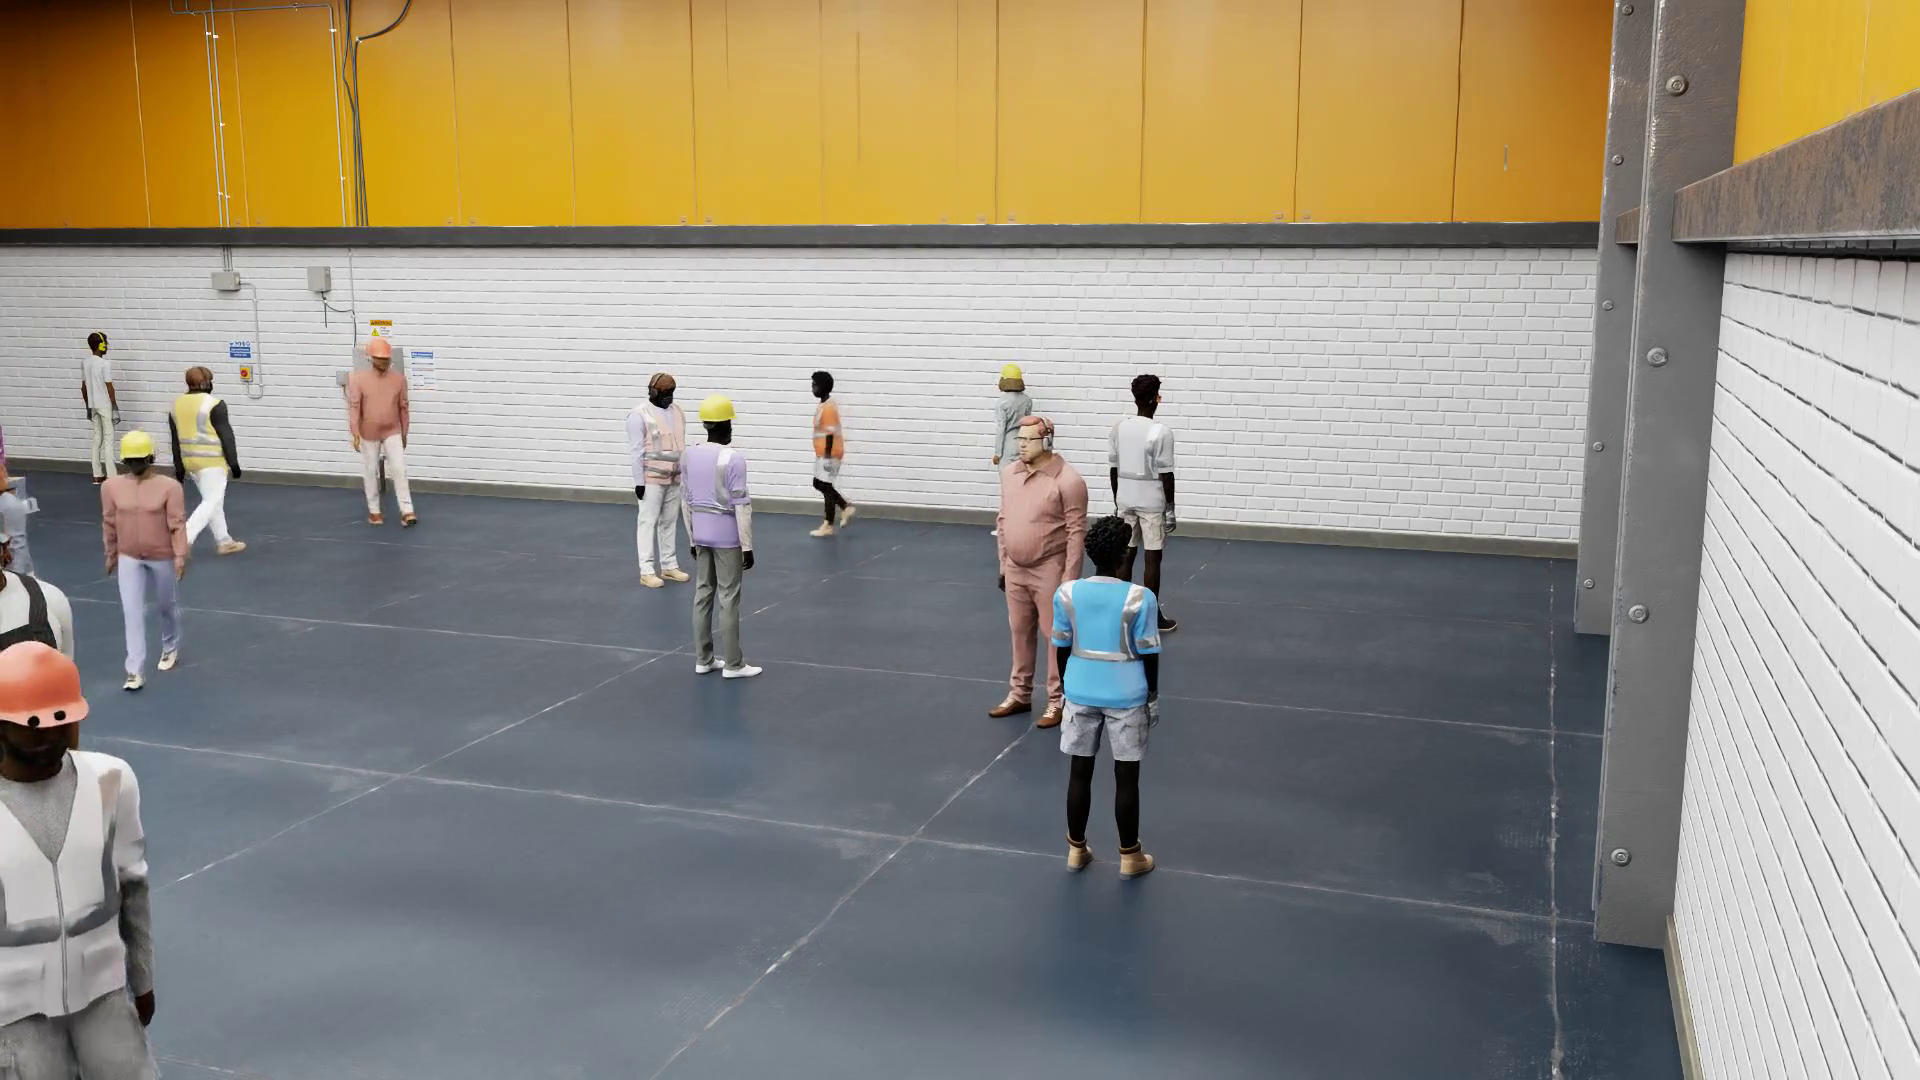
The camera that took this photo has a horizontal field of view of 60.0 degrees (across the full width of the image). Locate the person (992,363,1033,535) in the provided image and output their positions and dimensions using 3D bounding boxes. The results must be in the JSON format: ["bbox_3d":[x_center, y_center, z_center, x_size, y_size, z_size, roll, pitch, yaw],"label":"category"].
[{"bbox_3d":[0.515,-0.903,16.768,0.490,1.745,0.301,-10,14,-44],"label":"person"}]

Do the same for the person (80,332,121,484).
[{"bbox_3d":[-10.475,-1.601,20.328,0.533,1.866,0.315,5,11,24],"label":"person"}]

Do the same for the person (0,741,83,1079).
[{"bbox_3d":[-3.097,1.100,5.155,0.935,1.840,0.739,-10,14,-44],"label":"person"}]

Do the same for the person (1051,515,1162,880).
[{"bbox_3d":[0.681,0.728,7.691,0.533,1.697,0.318,5,11,24],"label":"person"}]

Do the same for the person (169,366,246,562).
[{"bbox_3d":[-7.065,-0.711,15.483,0.622,1.819,0.860,5,11,26],"label":"person"}]

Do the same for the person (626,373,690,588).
[{"bbox_3d":[-2.571,-0.524,14.357,0.430,1.836,0.623,7,12,34],"label":"person"}]

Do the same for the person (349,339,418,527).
[{"bbox_3d":[-5.979,-1.088,17.216,0.641,1.947,0.988,-6,12,-31],"label":"person"}]

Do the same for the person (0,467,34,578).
[{"bbox_3d":[-6.181,0.232,10.739,0.517,1.598,0.715,3,11,19],"label":"person"}]

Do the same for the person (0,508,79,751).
[{"bbox_3d":[-3.571,0.826,6.168,0.536,2.000,0.673,9,14,42],"label":"person"}]

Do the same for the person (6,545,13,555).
[{"bbox_3d":[-3.677,0.861,6.437,0.325,1.894,0.694,-8,13,-37],"label":"person"}]

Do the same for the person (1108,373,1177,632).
[{"bbox_3d":[1.395,-0.278,12.591,0.609,1.966,0.364,10,14,44],"label":"person"}]

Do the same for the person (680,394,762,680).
[{"bbox_3d":[-1.624,-0.019,11.237,0.587,1.930,0.361,7,12,35],"label":"person"}]

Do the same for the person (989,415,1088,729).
[{"bbox_3d":[0.461,0.188,10.141,0.642,1.909,0.399,9,14,42],"label":"person"}]

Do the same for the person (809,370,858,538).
[{"bbox_3d":[-1.288,-0.857,16.627,0.420,1.683,0.551,-2,10,-11],"label":"person"}]

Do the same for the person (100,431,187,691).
[{"bbox_3d":[-5.451,0.109,11.149,0.530,1.707,0.948,-3,10,-16],"label":"person"}]

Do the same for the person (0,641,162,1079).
[{"bbox_3d":[-2.452,1.192,4.467,0.528,1.922,0.545,10,14,43],"label":"person"}]
